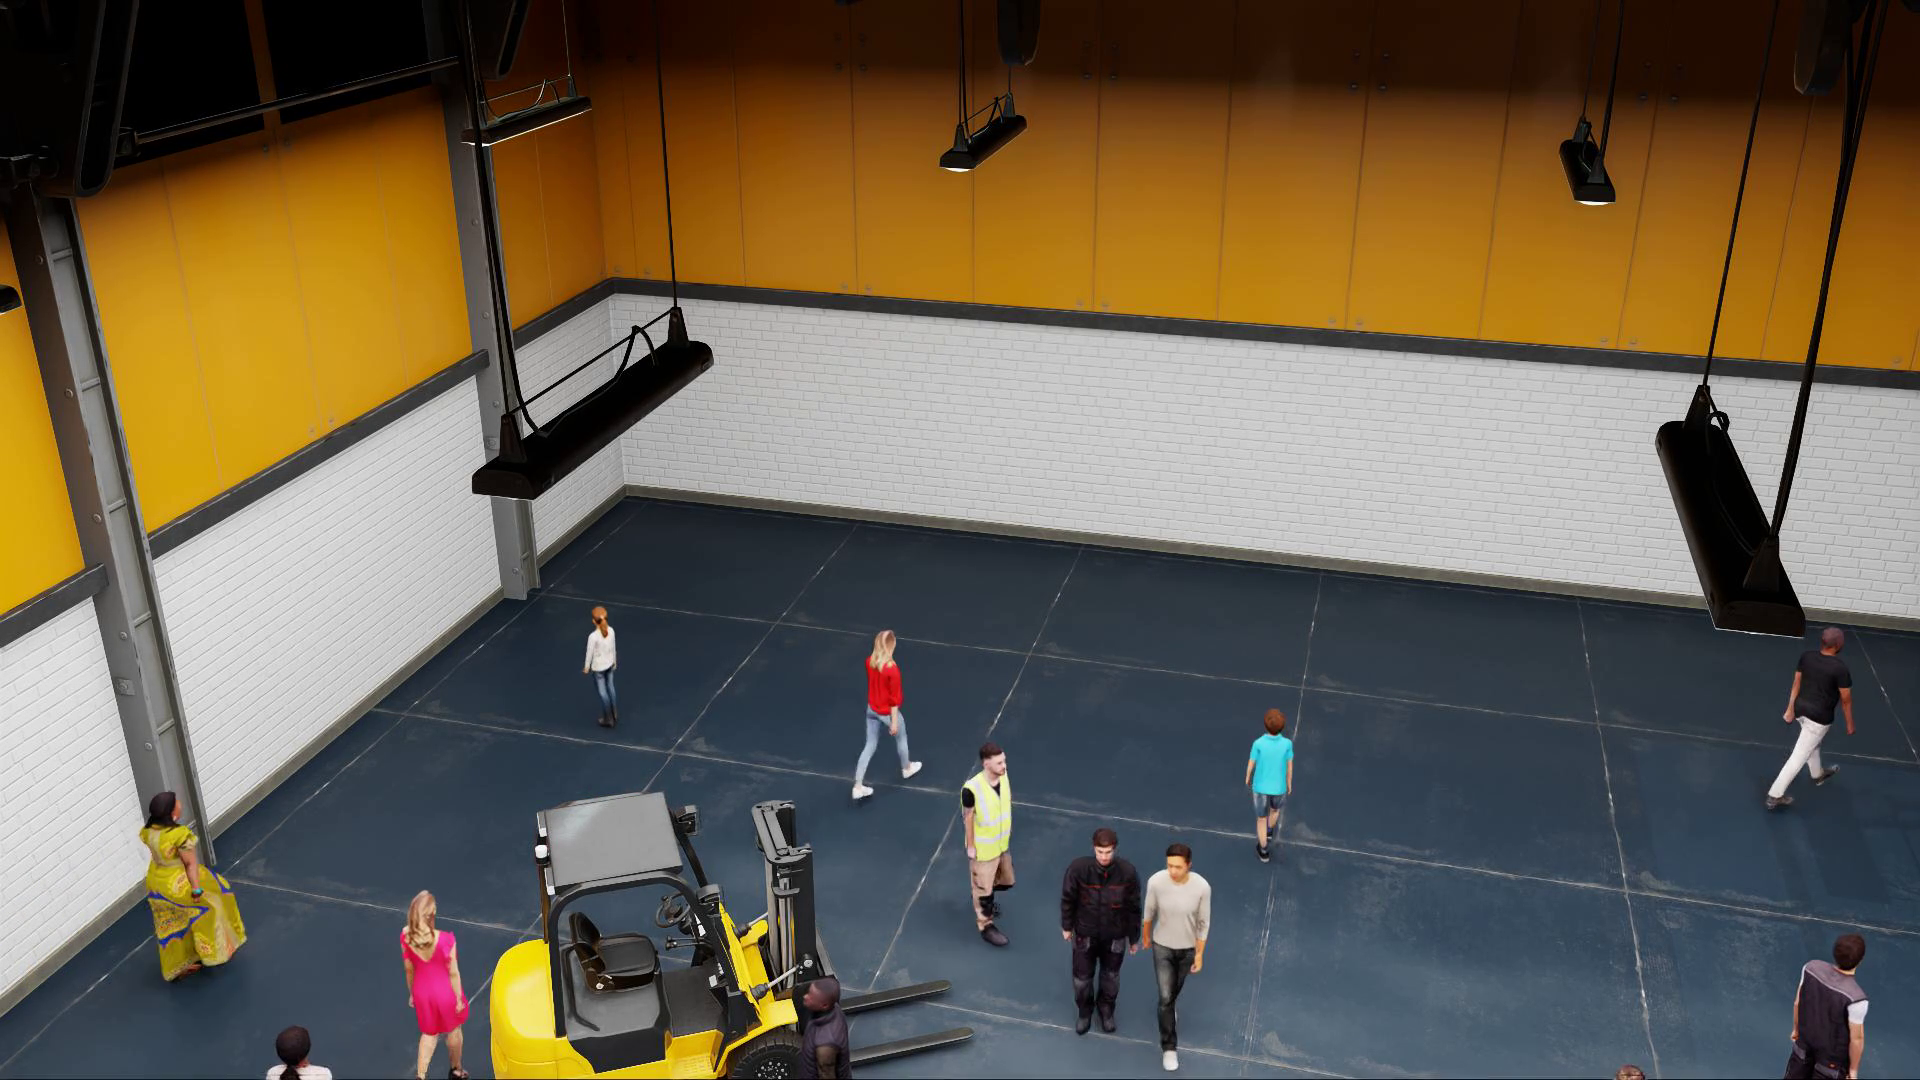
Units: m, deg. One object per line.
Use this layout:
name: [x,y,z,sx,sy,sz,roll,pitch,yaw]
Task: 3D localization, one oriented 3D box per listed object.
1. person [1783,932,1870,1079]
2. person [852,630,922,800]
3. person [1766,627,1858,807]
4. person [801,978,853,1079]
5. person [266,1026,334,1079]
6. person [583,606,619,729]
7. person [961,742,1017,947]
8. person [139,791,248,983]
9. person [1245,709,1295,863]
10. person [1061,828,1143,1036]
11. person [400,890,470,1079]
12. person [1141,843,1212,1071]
person: [5.846,3.435,11.272,0.807,1.848,0.721,-10,26,-22]
person: [-0.781,1.665,15.558,0.961,1.659,1.204,20,31,39]
person: [7.840,1.685,15.403,1.222,1.747,1.254,-9,25,-20]
person: [-0.872,3.611,10.884,0.823,1.836,0.653,-2,24,-5]
person: [-4.125,3.851,10.488,0.694,1.715,1.011,2,24,5]
person: [-3.604,1.295,16.832,0.622,1.316,0.551,18,29,35]
person: [0.183,2.432,13.585,0.951,1.833,0.900,21,31,39]
person: [-6.203,2.762,13.067,0.752,1.643,0.945,7,25,16]
person: [2.745,2.180,14.659,0.685,1.434,0.866,-1,24,-3]
person: [1.056,2.887,12.553,0.814,1.826,0.739,-2,24,-5]
person: [-3.750,3.282,11.791,0.636,1.713,0.888,3,24,8]
person: [1.627,2.968,12.447,0.781,1.763,1.159,3,24,7]
